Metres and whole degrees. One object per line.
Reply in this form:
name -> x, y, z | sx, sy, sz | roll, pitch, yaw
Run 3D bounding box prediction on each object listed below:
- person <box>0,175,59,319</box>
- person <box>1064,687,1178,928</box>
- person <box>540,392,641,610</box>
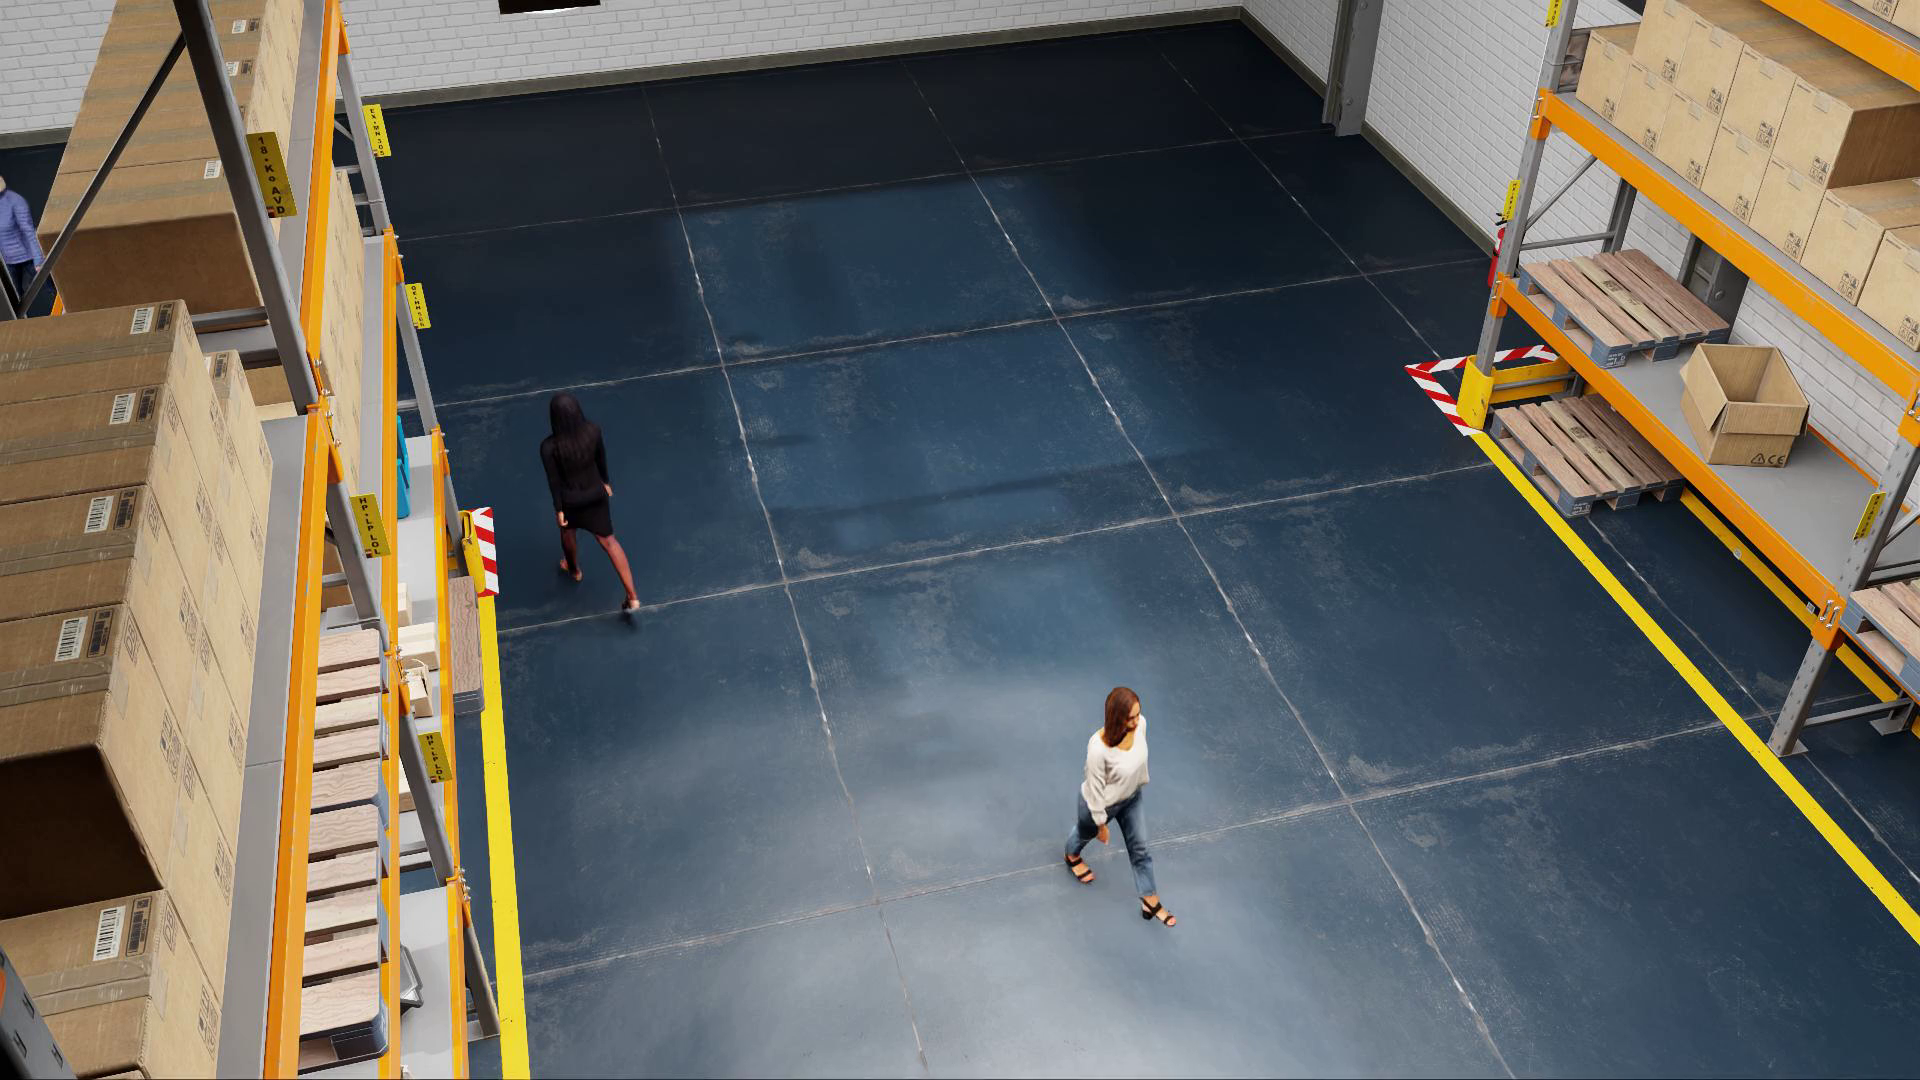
person -> -7.890, -2.442, 14.070 | 0.918, 1.710, 1.197 | 3, 39, 4
person -> 0.780, 1.404, 9.307 | 0.935, 1.644, 1.157 | -28, 46, -31
person -> -2.523, -0.229, 11.322 | 0.976, 1.682, 1.273 | -27, 46, -29
